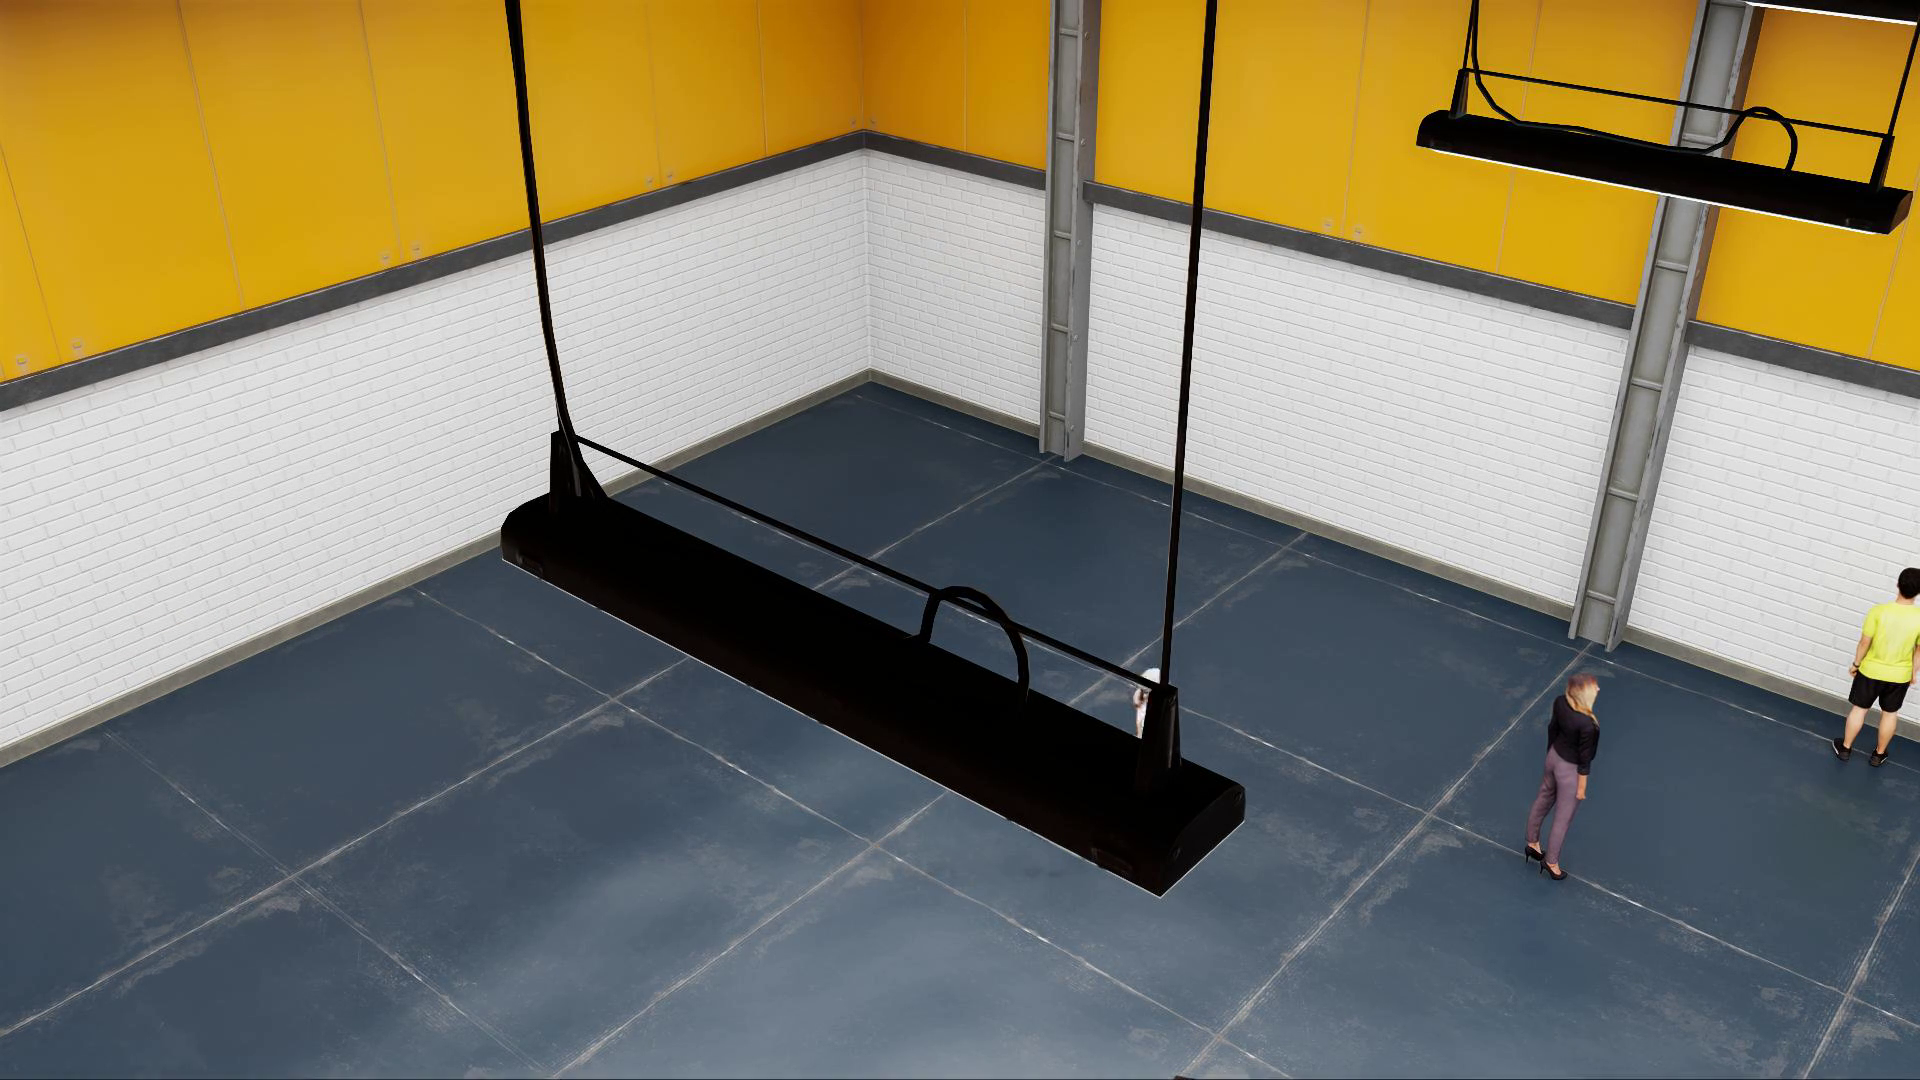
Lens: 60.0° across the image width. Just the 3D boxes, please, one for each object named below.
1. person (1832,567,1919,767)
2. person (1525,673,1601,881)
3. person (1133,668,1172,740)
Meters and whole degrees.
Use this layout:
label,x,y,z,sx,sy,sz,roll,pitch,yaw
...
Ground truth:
label,x,y,z,sx,sy,sz,roll,pitch,yaw
person,7.213,0.992,12.947,0.554,1.708,0.730,14,31,23
person,4.270,1.652,11.774,0.746,1.671,0.658,-7,29,-13
person,1.225,1.636,11.785,0.784,1.690,0.729,0,29,-1
